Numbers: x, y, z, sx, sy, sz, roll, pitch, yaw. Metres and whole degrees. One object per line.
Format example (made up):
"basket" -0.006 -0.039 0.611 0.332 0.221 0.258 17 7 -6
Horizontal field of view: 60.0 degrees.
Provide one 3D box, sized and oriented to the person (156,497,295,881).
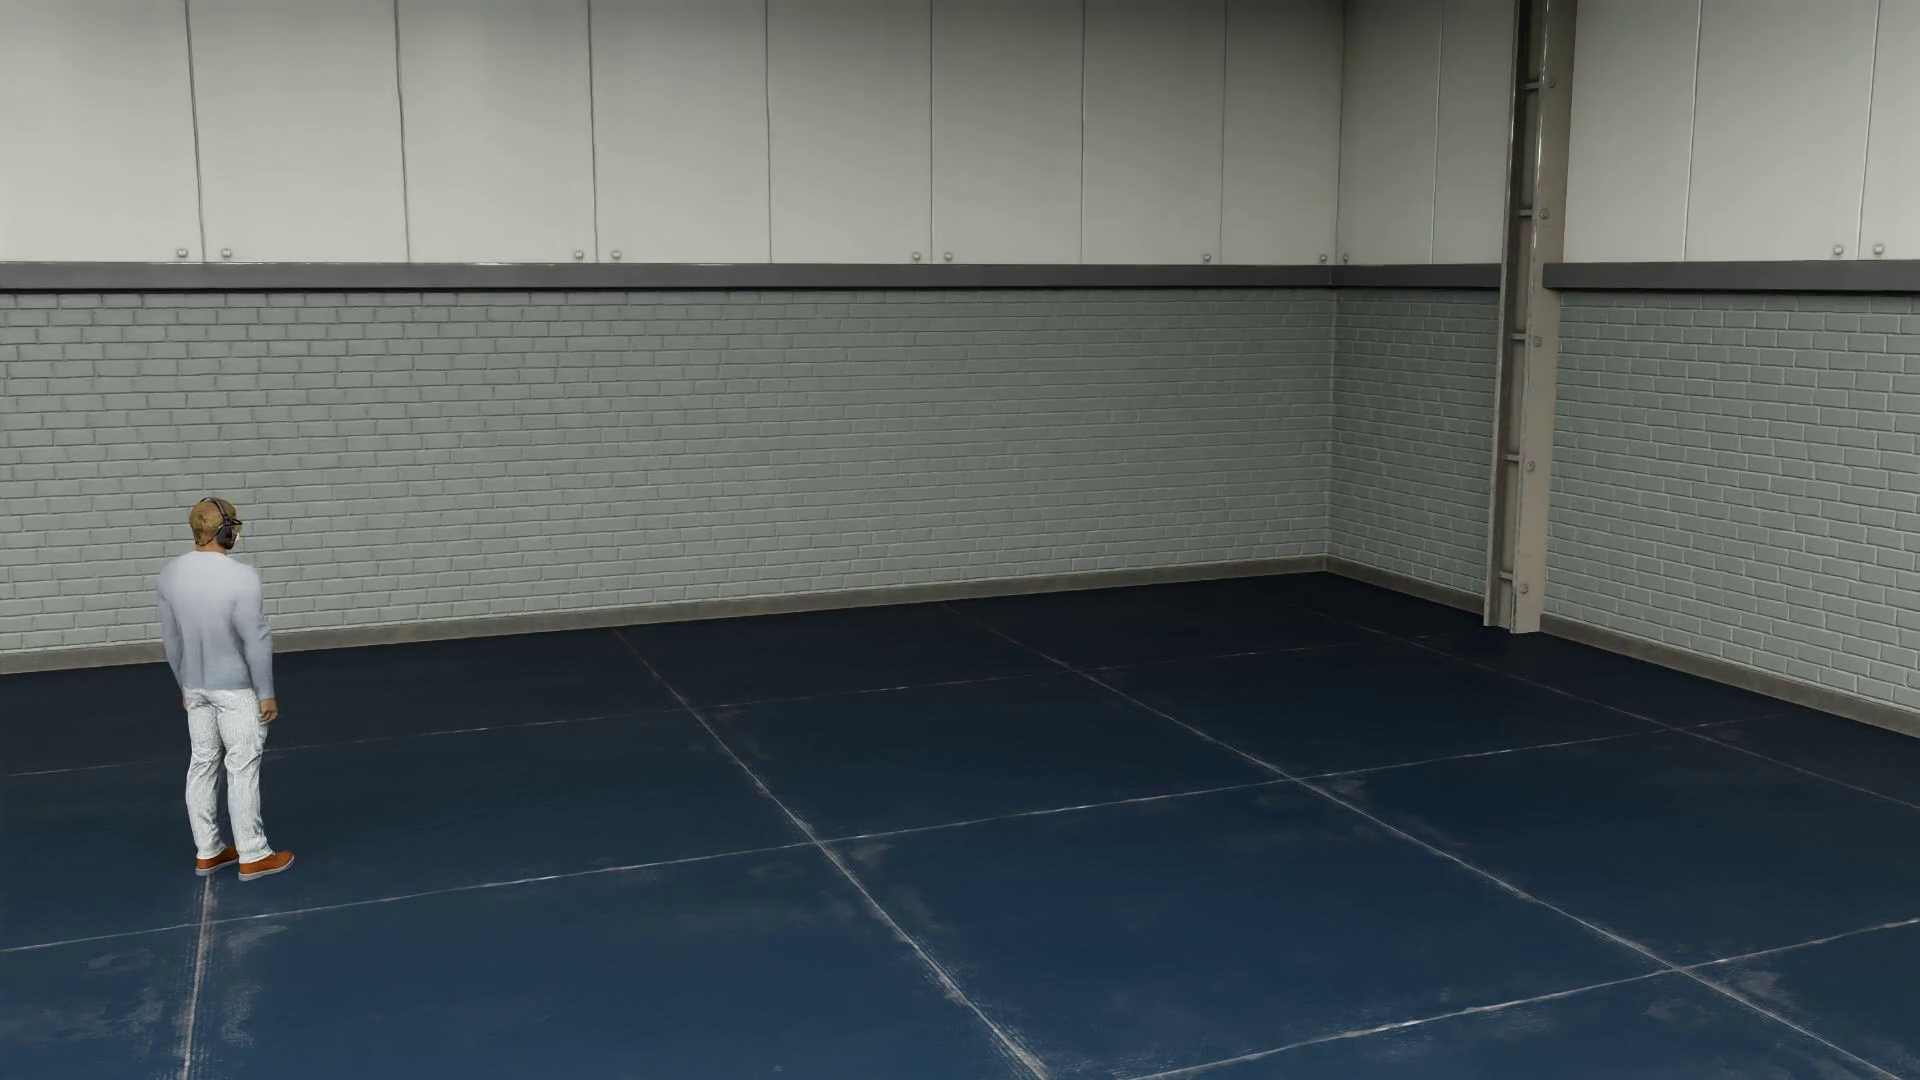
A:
"person" -3.697 0.746 8.356 0.632 1.940 0.372 3 10 19
